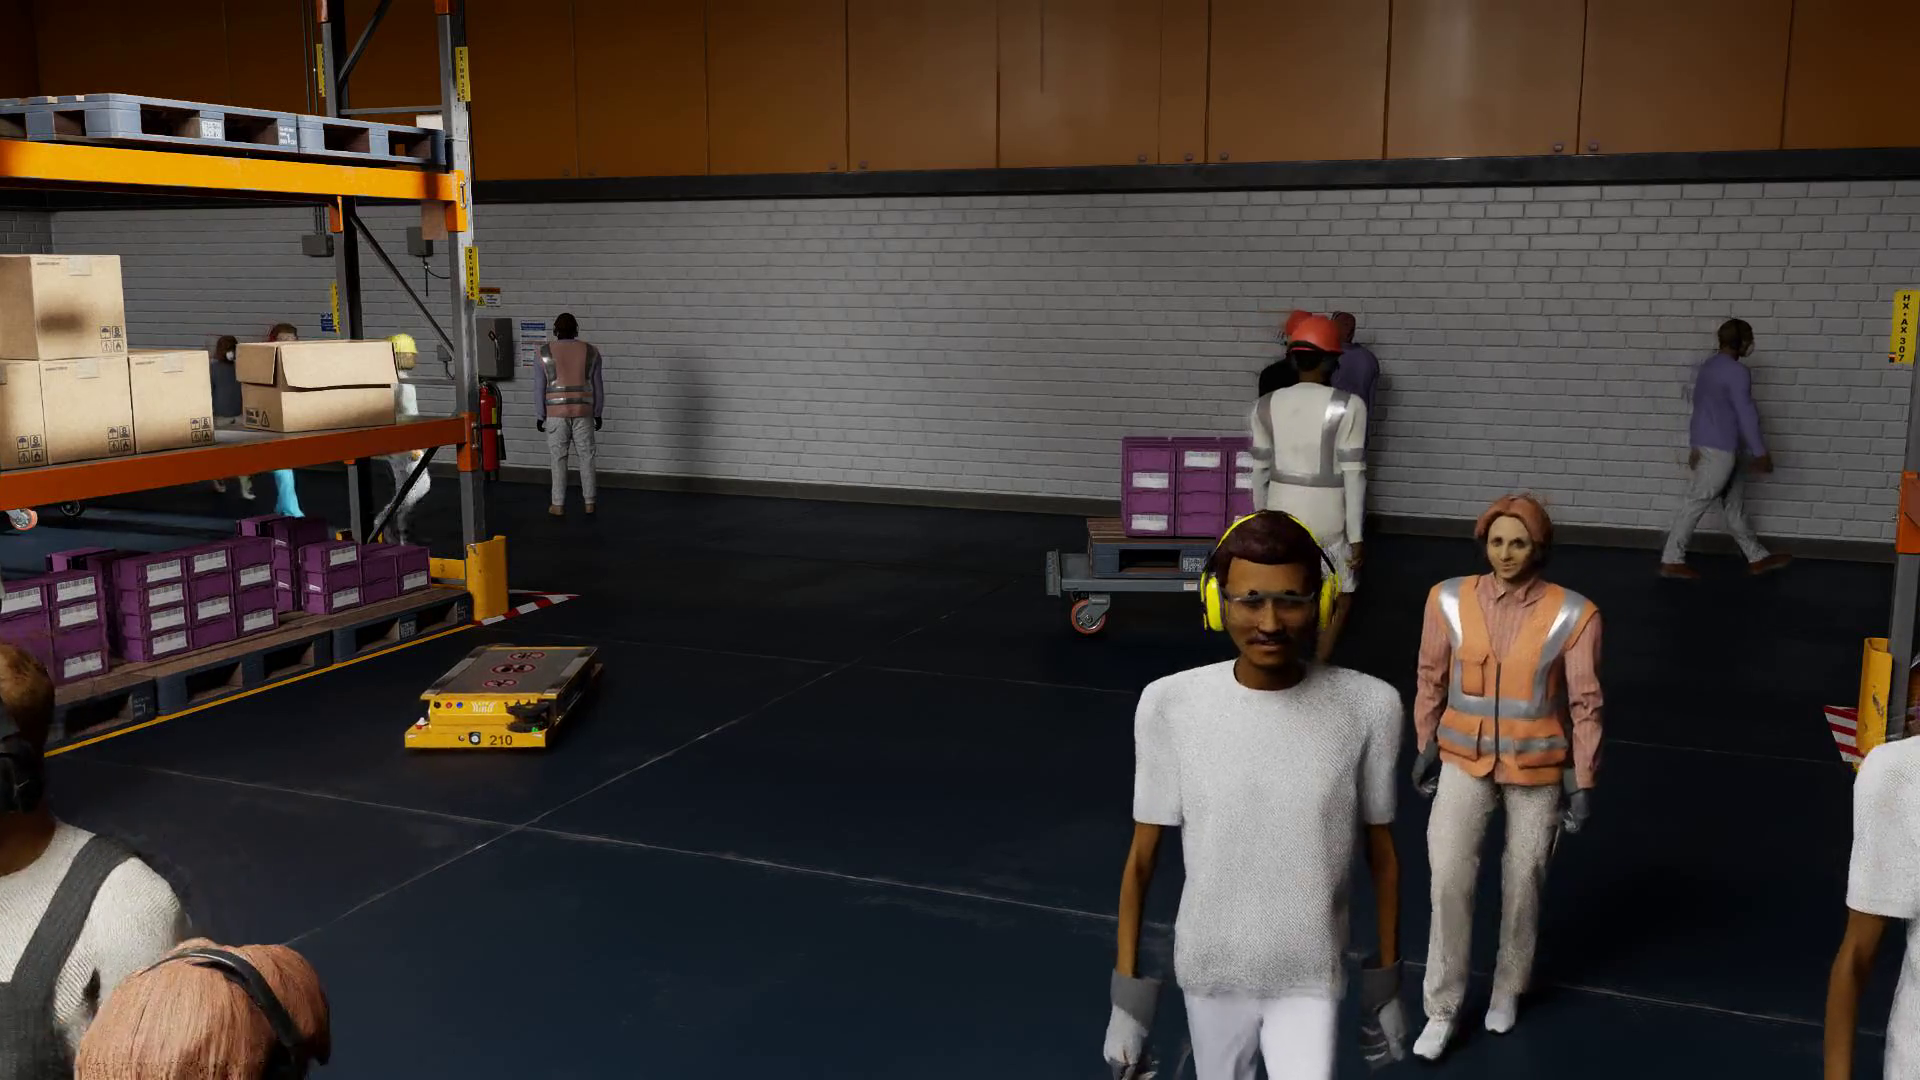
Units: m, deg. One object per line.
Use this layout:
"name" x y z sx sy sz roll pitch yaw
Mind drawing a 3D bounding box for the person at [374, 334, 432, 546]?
"person" -4.485 -0.777 13.292 0.438 1.724 0.490 -8 12 -39

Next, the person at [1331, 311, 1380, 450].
"person" 3.011 -0.863 13.276 0.643 1.909 0.410 -5 10 -27

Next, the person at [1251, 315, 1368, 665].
"person" 1.736 -0.085 8.192 0.645 2.027 0.477 7 12 38

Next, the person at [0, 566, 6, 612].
"person" -3.819 0.274 6.293 0.353 1.936 0.635 -1 9 -6

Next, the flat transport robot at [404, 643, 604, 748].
"flat transport robot" -2.258 0.760 8.388 0.652 0.197 1.431 0 9 -1

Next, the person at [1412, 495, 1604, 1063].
"person" 1.528 0.687 4.734 0.546 1.610 0.698 5 11 28

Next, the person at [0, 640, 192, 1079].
"person" -1.212 0.986 2.386 0.514 1.822 0.704 4 10 21

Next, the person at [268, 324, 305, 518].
"person" -5.432 -0.845 13.500 0.977 1.794 0.592 8 12 39

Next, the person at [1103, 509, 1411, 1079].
"person" 0.542 0.861 3.042 0.560 1.827 0.951 2 10 14

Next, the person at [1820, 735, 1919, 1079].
"person" 1.614 0.943 2.552 0.546 1.832 0.779 4 10 21

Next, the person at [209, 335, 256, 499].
"person" -7.178 -1.214 16.319 0.509 1.606 0.754 -8 12 -41

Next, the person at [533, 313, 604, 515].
"person" -3.571 -1.149 15.206 0.630 1.843 0.429 -4 10 -22

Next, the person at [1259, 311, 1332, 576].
"person" 2.368 -0.592 11.502 0.643 1.942 1.000 -4 10 -21

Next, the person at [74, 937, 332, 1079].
"person" -0.689 1.198 1.618 0.535 1.617 0.395 2 10 12

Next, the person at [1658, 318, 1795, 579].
"person" 5.572 -0.645 12.002 1.024 1.886 0.651 1 9 8
